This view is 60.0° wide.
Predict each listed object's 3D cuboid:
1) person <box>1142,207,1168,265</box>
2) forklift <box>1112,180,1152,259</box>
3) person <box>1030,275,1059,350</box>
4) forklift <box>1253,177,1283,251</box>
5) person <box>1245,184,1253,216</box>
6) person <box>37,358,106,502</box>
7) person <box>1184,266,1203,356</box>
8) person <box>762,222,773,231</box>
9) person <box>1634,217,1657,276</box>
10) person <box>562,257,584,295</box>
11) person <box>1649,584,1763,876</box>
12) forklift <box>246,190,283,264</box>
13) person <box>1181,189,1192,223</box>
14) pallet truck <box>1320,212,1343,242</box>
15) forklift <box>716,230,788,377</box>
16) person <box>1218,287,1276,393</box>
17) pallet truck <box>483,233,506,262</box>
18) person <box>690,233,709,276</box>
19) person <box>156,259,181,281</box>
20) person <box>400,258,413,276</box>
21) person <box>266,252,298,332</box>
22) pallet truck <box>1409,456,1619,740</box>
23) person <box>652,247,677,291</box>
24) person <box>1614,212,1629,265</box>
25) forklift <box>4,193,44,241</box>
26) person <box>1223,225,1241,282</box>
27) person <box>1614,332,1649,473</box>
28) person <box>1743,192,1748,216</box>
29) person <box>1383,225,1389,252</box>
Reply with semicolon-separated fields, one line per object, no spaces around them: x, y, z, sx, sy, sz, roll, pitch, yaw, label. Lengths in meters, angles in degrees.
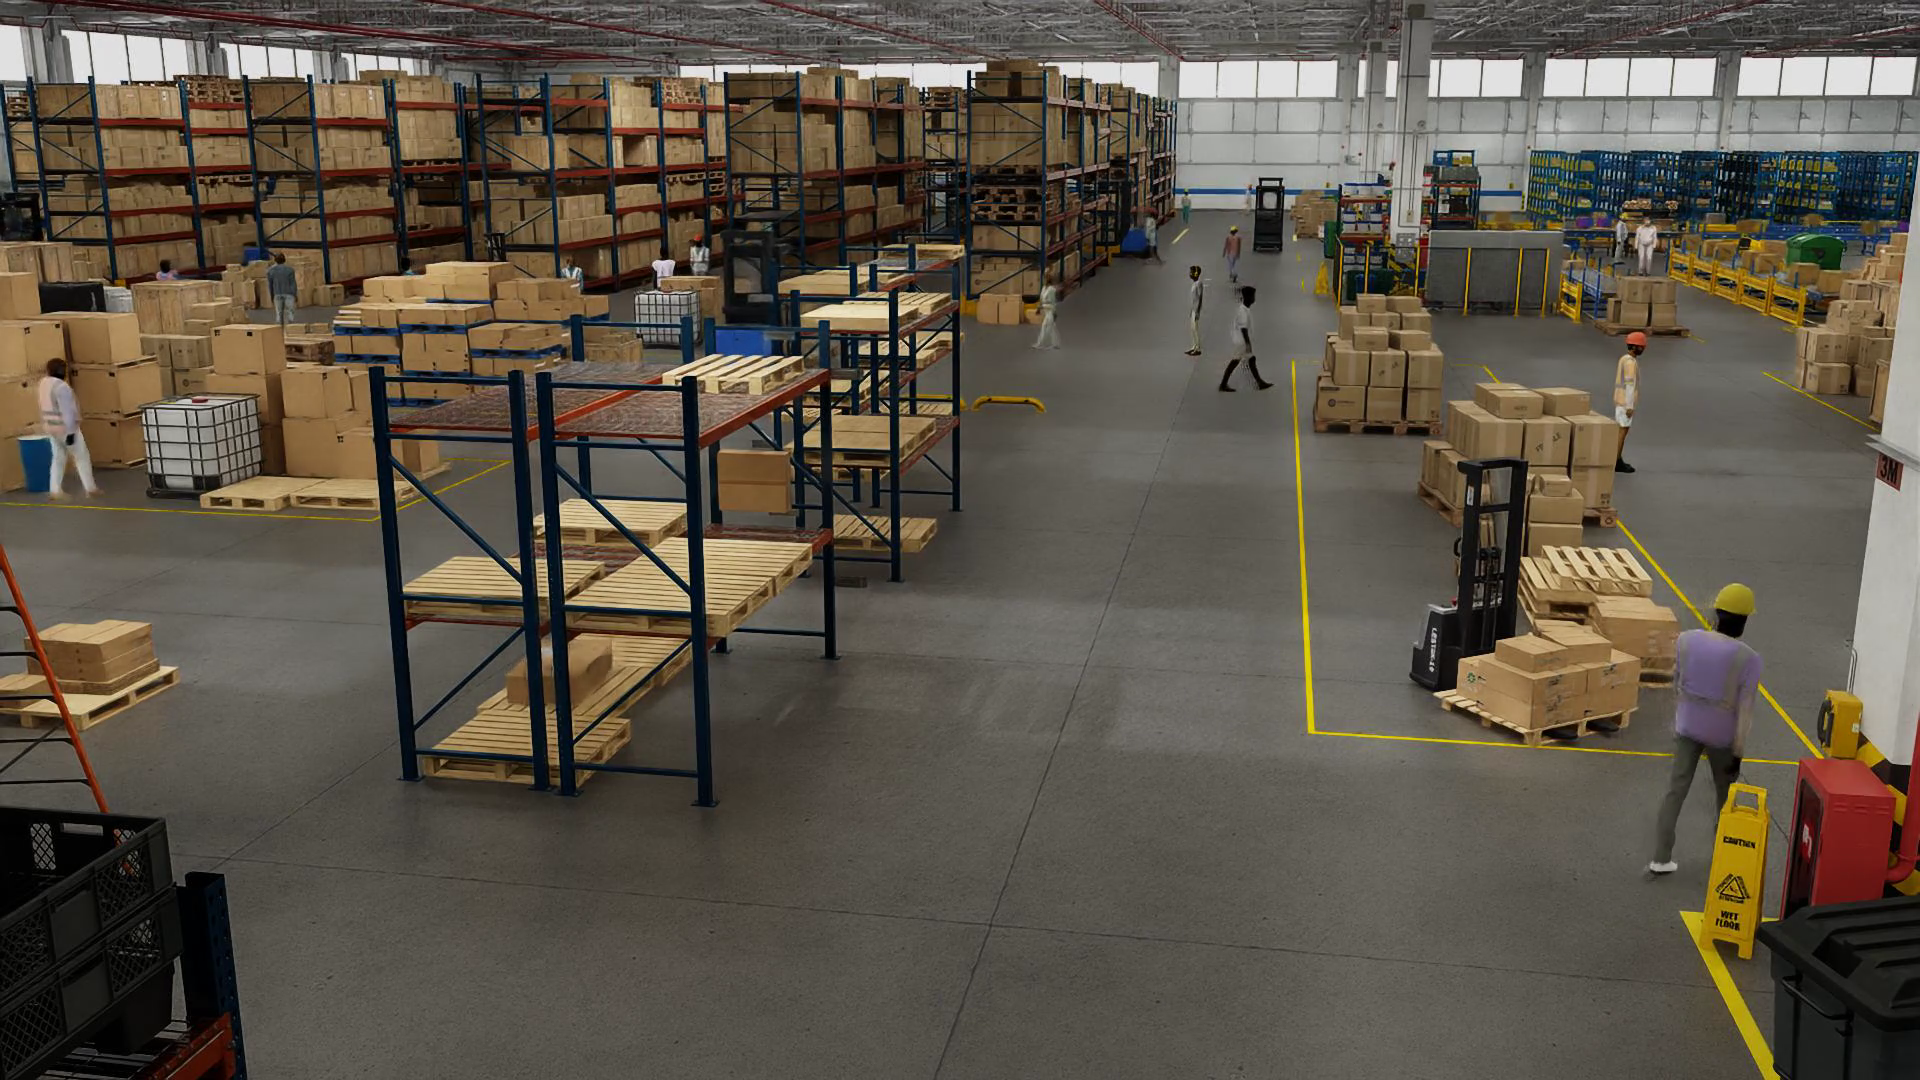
6.782;-10.533;57.772;0.983;2.000;0.635;3;14;13;person
6.082;-11.722;60.796;1.873;2.768;1.129;2;14;9;forklift
1.807;-4.859;35.573;0.830;1.602;0.535;-5;15;-19;person
12.083;-12.747;64.956;1.129;2.768;1.873;3;14;10;forklift
15.817;-18.559;90.913;0.469;1.734;0.570;10;17;36;person
-11.351;-1.394;21.053;0.648;1.809;0.614;9;16;33;person
4.896;-4.779;34.687;0.312;1.869;0.535;-1;14;-4;person
-7.251;-11.656;63.114;0.493;1.624;0.280;-1;14;-5;person
22.078;-9.426;53.544;0.679;1.866;0.909;4;14;16;person
-9.361;-6.027;40.249;0.524;1.633;0.314;0;14;-2;person
4.739;1.183;10.497;1.034;1.863;0.587;-11;18;-38;person
-20.861;-9.322;51.049;1.873;2.768;1.129;-1;14;-4;forklift
11.482;-16.955;84.420;0.534;1.735;0.853;3;14;10;person
15.874;-13.227;70.310;0.680;1.201;1.601;10;17;35;pallet truck
-3.916;-4.329;30.779;1.129;2.768;1.873;3;14;10;forklift
5.109;-3.551;29.612;1.019;1.906;0.633;4;14;17;person
-11.832;-7.026;43.548;1.885;1.965;0.823;8;16;28;pallet truck
-6.988;-7.257;44.634;0.559;1.931;0.373;3;14;11;person
-17.749;-5.428;37.455;0.642;1.815;0.861;4;14;17;person
-13.162;-5.849;39.458;0.831;1.655;0.550;-7;15;-25;person
-15.271;-5.517;37.541;0.630;1.940;0.372;-3;14;-11;person
4.504;0.400;13.395;0.823;1.965;1.885;-6;15;-23;pallet truck
-7.012;-6.010;39.598;0.587;1.914;0.391;-2;14;-6;person
23.107;-10.522;58.113;0.403;1.821;0.595;9;17;33;person
-27.497;-8.838;49.086;1.129;2.768;1.873;3;14;10;forklift
8.455;-8.852;51.478;0.525;1.743;0.715;-5;15;-20;person
9.194;-1.899;22.861;0.376;1.932;0.551;3;14;12;person
37.702;-15.862;79.770;0.588;1.828;0.403;-6;15;-22;person
14.414;-9.879;55.904;0.287;1.625;0.497;-10;17;-35;person
